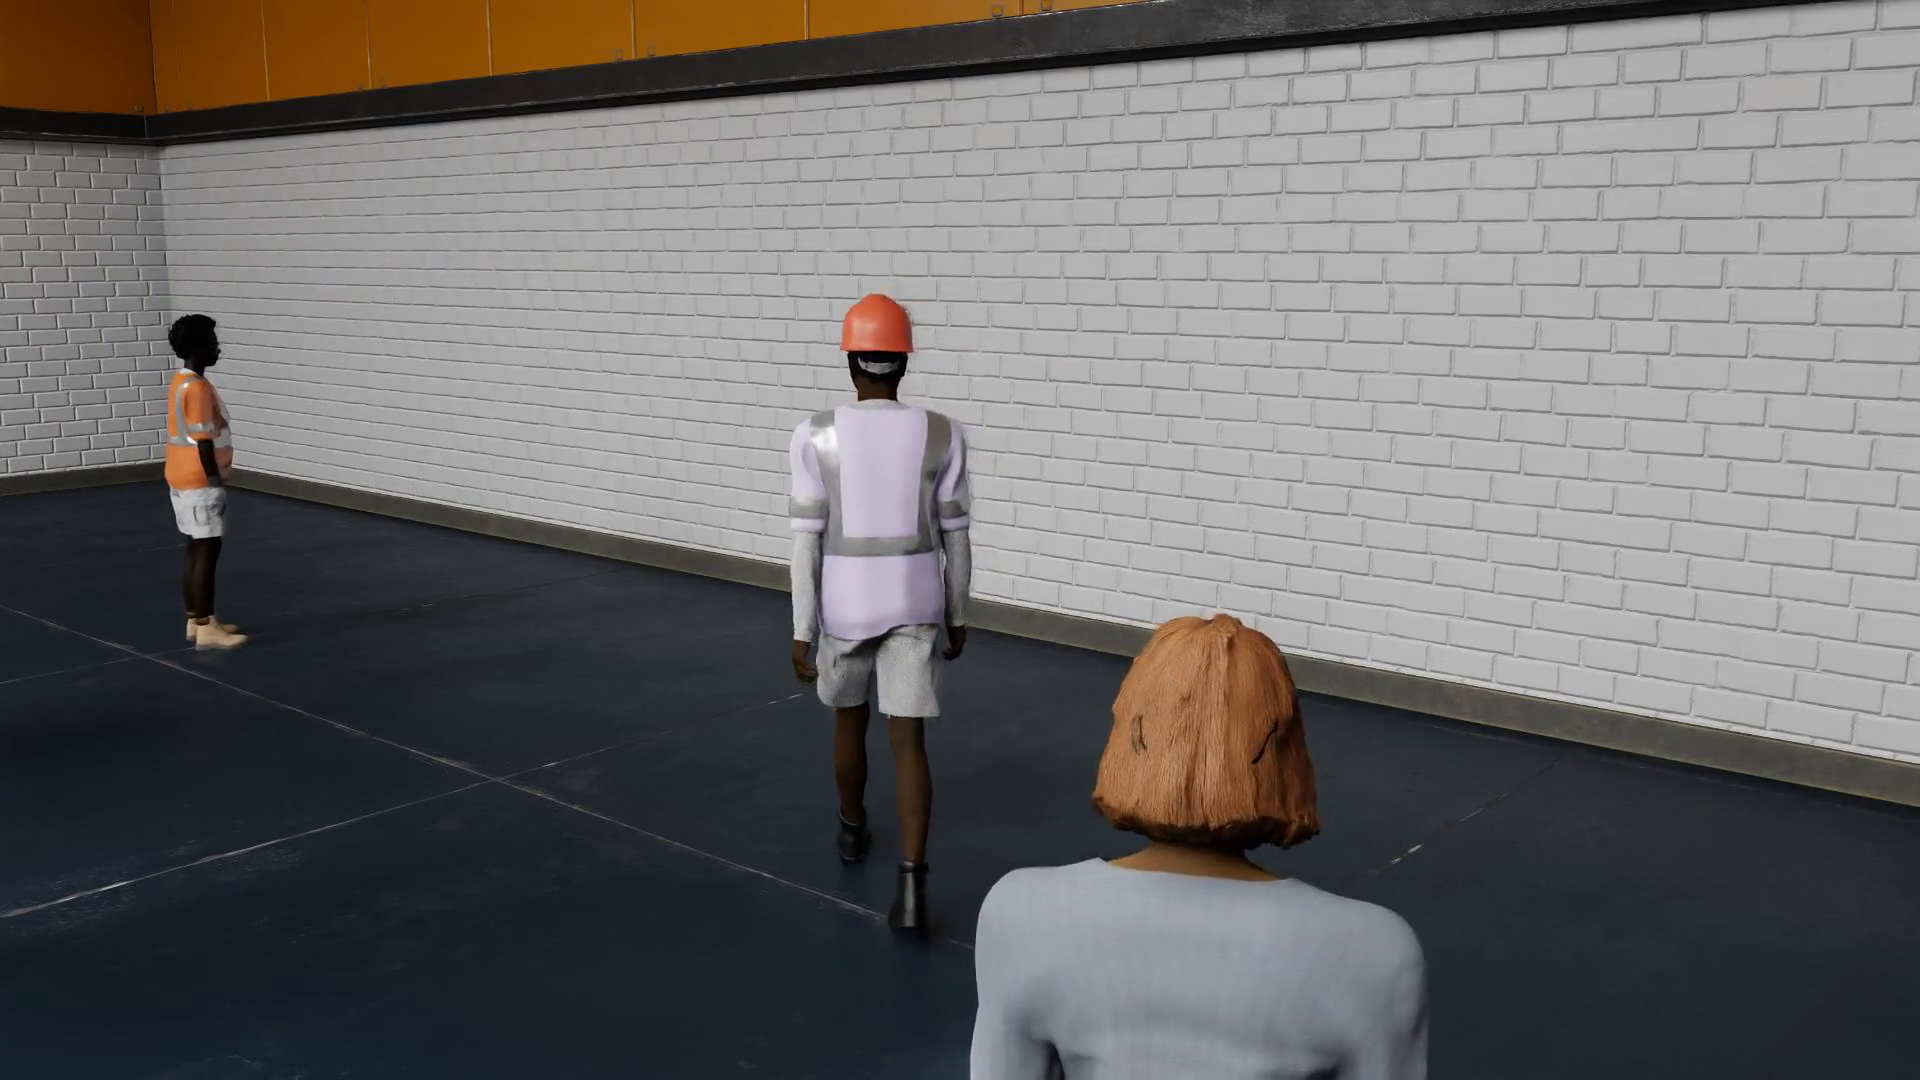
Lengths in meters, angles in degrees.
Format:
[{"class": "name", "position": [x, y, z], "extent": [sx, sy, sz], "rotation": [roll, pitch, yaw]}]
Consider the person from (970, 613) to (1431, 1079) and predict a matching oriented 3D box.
[{"class": "person", "position": [0.261, 0.890, 1.875], "extent": [0.507, 1.630, 0.268], "rotation": [3, 10, 15]}]

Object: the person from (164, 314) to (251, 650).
[{"class": "person", "position": [-3.852, -0.295, 8.446], "extent": [0.319, 1.696, 0.543], "rotation": [-7, 12, -34]}]

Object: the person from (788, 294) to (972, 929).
[{"class": "person", "position": [-0.235, 0.203, 5.083], "extent": [0.561, 1.893, 0.998], "rotation": [-1, 10, -6]}]
